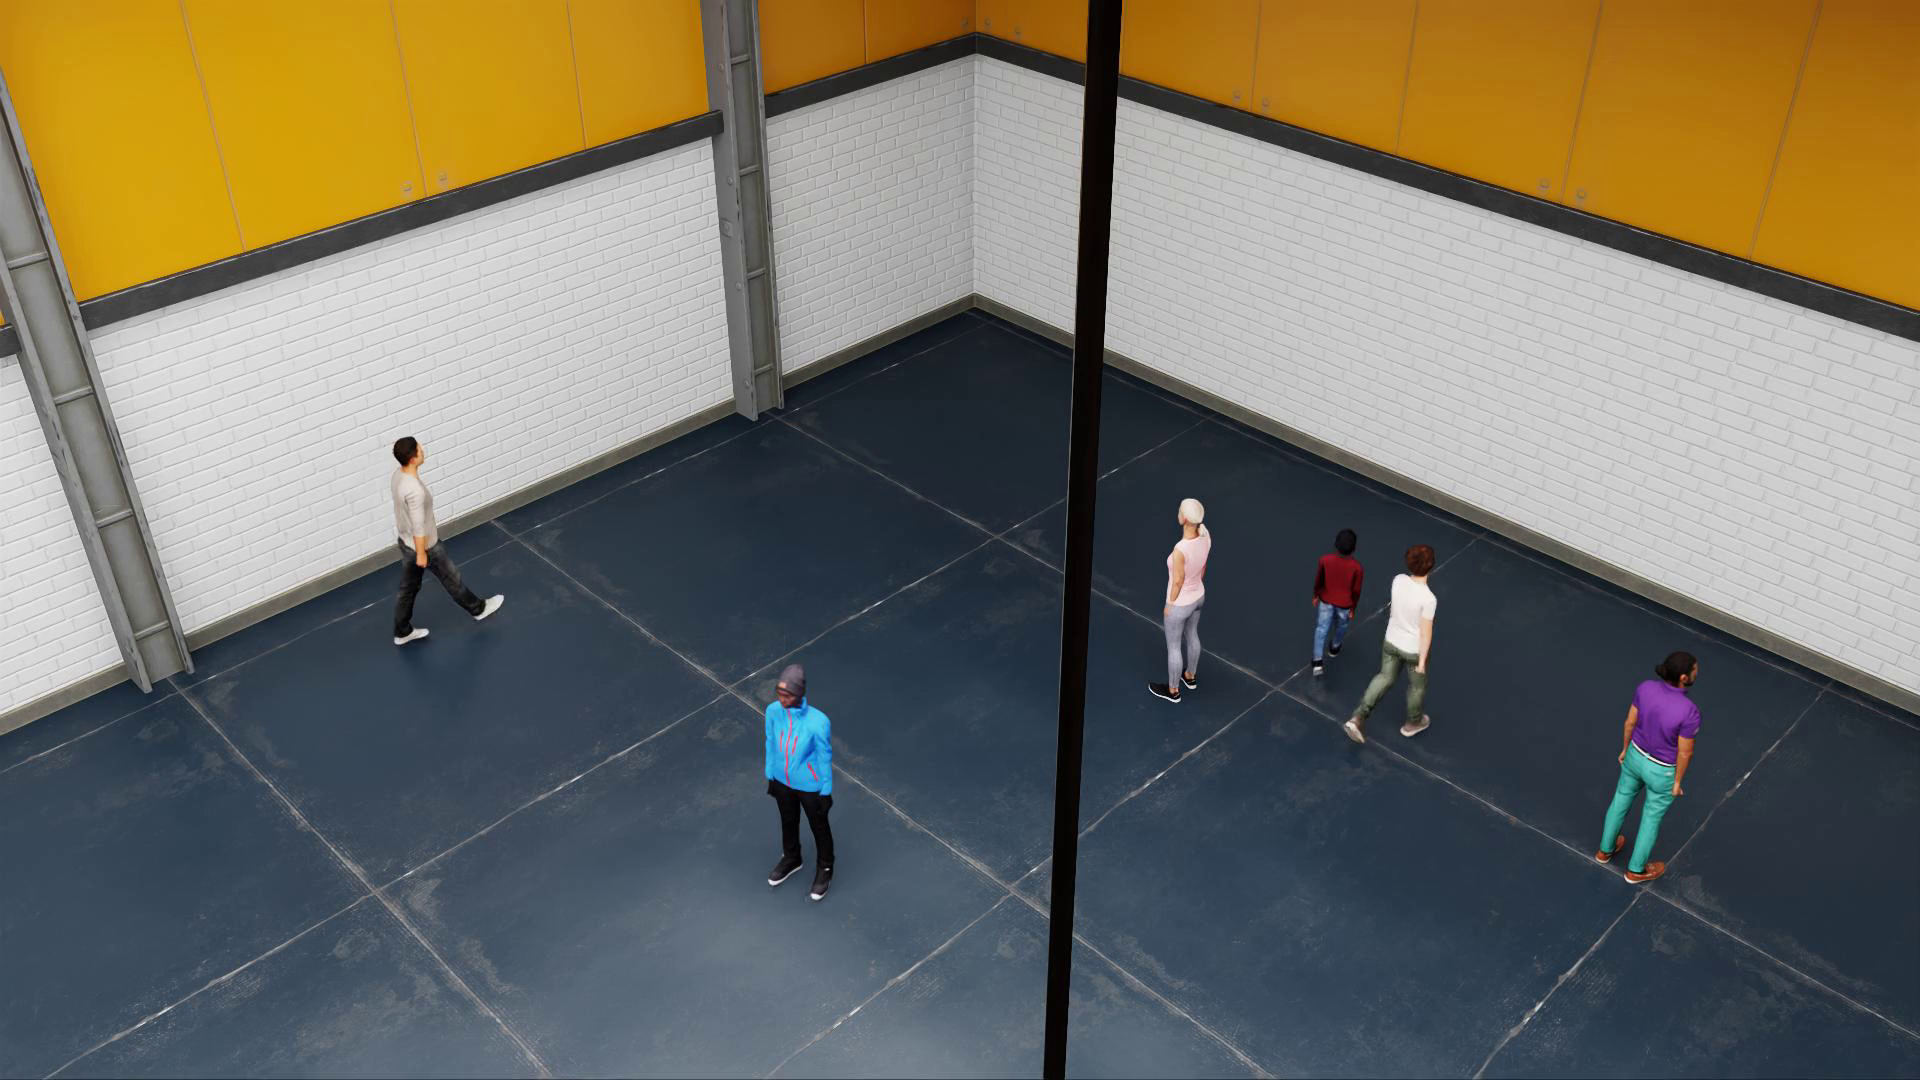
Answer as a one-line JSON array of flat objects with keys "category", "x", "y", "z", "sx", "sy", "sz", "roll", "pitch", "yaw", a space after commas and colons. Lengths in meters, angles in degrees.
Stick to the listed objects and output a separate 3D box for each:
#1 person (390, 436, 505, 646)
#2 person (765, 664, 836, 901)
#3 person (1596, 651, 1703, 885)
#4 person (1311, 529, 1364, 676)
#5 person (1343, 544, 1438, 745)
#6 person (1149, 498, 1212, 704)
[{"category": "person", "x": -4.276, "y": 0.057, "z": 12.871, "sx": 1.154, "sy": 1.773, "sz": 0.751, "roll": -23, "pitch": 40, "yaw": -30}, {"category": "person", "x": -1.009, "y": 1.524, "z": 10.644, "sx": 0.684, "sy": 1.794, "sz": 0.655, "roll": 13, "pitch": 36, "yaw": 19}, {"category": "person", "x": 4.478, "y": 1.456, "z": 10.771, "sx": 0.605, "sy": 1.767, "sz": 0.655, "roll": -20, "pitch": 39, "yaw": -28}, {"category": "person", "x": 2.866, "y": 0.486, "z": 12.709, "sx": 0.721, "sy": 1.236, "sz": 0.914, "roll": 11, "pitch": 35, "yaw": 16}, {"category": "person", "x": 3.125, "y": 0.780, "z": 11.907, "sx": 1.050, "sy": 1.635, "sz": 0.657, "roll": -21, "pitch": 39, "yaw": -28}, {"category": "person", "x": 1.676, "y": 0.435, "z": 12.343, "sx": 0.450, "sy": 1.726, "sz": 0.599, "roll": -29, "pitch": 43, "yaw": -36}]
